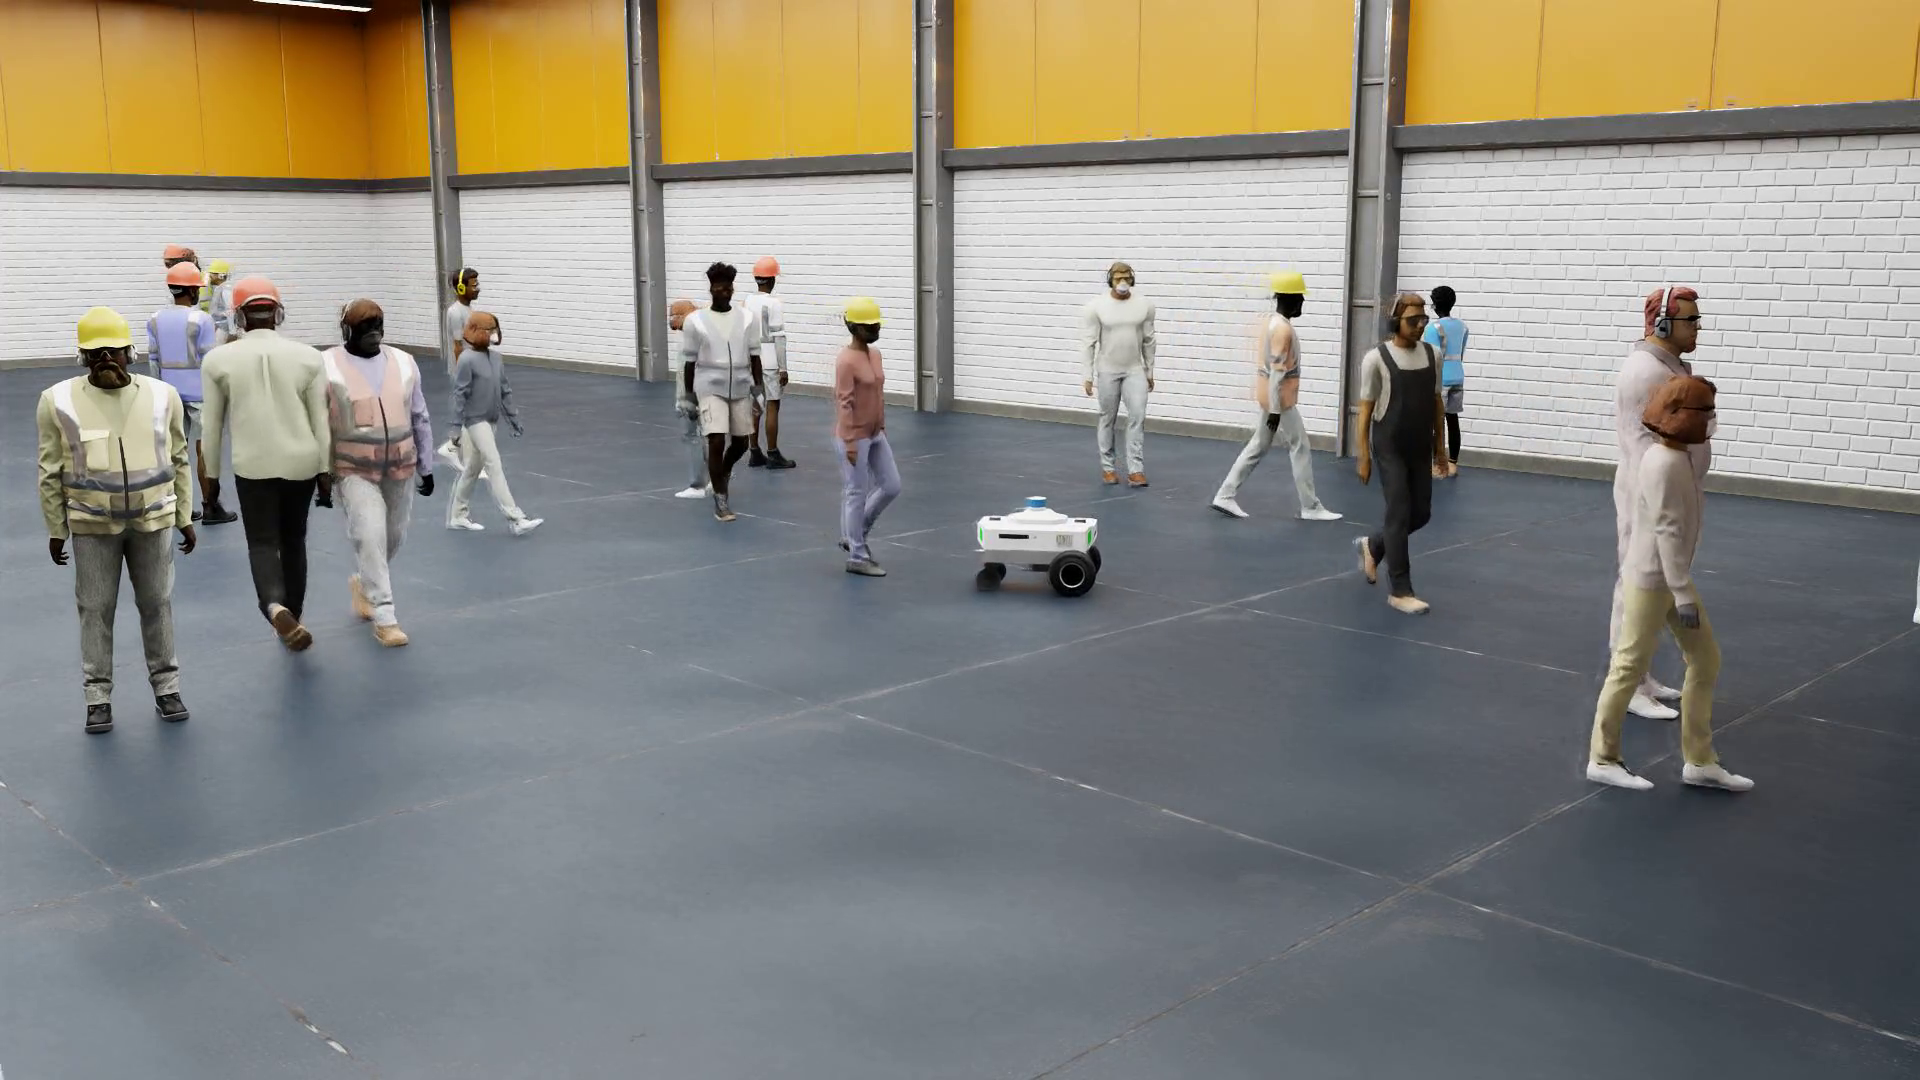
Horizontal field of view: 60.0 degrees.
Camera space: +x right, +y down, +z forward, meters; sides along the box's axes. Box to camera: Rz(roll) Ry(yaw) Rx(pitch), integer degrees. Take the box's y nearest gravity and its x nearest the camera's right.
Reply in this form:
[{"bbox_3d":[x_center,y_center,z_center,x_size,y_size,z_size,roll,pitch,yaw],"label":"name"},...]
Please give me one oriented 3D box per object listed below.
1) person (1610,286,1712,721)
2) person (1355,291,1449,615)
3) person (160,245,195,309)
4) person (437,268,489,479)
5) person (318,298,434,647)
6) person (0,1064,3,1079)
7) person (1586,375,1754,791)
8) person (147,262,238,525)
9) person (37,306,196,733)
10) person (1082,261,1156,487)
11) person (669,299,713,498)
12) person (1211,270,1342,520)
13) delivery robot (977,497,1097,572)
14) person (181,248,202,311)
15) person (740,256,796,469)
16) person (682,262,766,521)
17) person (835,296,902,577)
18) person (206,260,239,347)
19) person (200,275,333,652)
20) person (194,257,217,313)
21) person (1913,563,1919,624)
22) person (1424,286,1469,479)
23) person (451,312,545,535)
[{"bbox_3d":[3.122,-0.170,7.441,0.409,1.907,0.649,5,12,26],"label":"person"},{"bbox_3d":[2.506,-0.518,9.568,0.534,1.829,0.710,-4,11,-20],"label":"person"},{"bbox_3d":[-11.174,-3.212,23.833,1.070,1.993,0.614,-7,12,-34],"label":"person"},{"bbox_3d":[-4.317,-1.447,14.547,0.450,1.852,0.544,-1,10,-3],"label":"person"},{"bbox_3d":[-3.155,-0.387,8.892,0.632,1.814,0.863,-9,14,-41],"label":"person"},{"bbox_3d":[-2.178,0.682,3.327,0.491,1.716,0.767,2,11,10],"label":"person"},{"bbox_3d":[2.748,0.193,6.278,0.700,1.610,0.508,8,13,36],"label":"person"},{"bbox_3d":[-5.677,-1.076,12.296,0.551,1.935,0.375,2,11,13],"label":"person"},{"bbox_3d":[-3.631,-0.090,7.202,0.600,1.830,0.404,-7,13,-34],"label":"person"},{"bbox_3d":[1.367,-1.383,14.036,0.666,1.904,0.850,-2,11,-8],"label":"person"},{"bbox_3d":[-2.159,-1.142,13.513,0.367,1.614,0.513,1,10,4],"label":"person"},{"bbox_3d":[2.359,-1.073,12.441,0.959,1.887,0.597,0,10,1],"label":"person"},{"bbox_3d":[0.465,-0.017,10.038,0.707,0.478,0.477,2,10,9],"label":"delivery robot"},{"bbox_3d":[-11.876,-3.525,25.644,0.647,1.936,0.380,10,14,42],"label":"person"},{"bbox_3d":[-1.766,-1.619,15.239,0.552,1.942,0.340,10,14,43],"label":"person"},{"bbox_3d":[-1.815,-1.143,12.649,0.610,1.941,0.733,-5,11,-25],"label":"person"},{"bbox_3d":[-0.587,-0.639,10.389,0.357,1.752,0.556,5,12,26],"label":"person"},{"bbox_3d":[-10.096,-2.966,22.996,0.908,1.801,0.579,-5,12,-26],"label":"person"},{"bbox_3d":[-3.484,-0.359,8.410,0.622,1.946,0.852,-6,12,-28],"label":"person"},{"bbox_3d":[-12.283,-3.689,26.915,0.647,1.805,0.495,0,10,0],"label":"person"},{"bbox_3d":[5.493,-0.443,9.049,0.549,1.875,0.338,-7,12,-34],"label":"person"},{"bbox_3d":[4.234,-1.379,14.604,0.530,1.695,0.321,-8,13,-38],"label":"person"},{"bbox_3d":[-3.348,-0.825,11.867,0.851,1.586,0.543,3,11,14],"label":"person"}]
